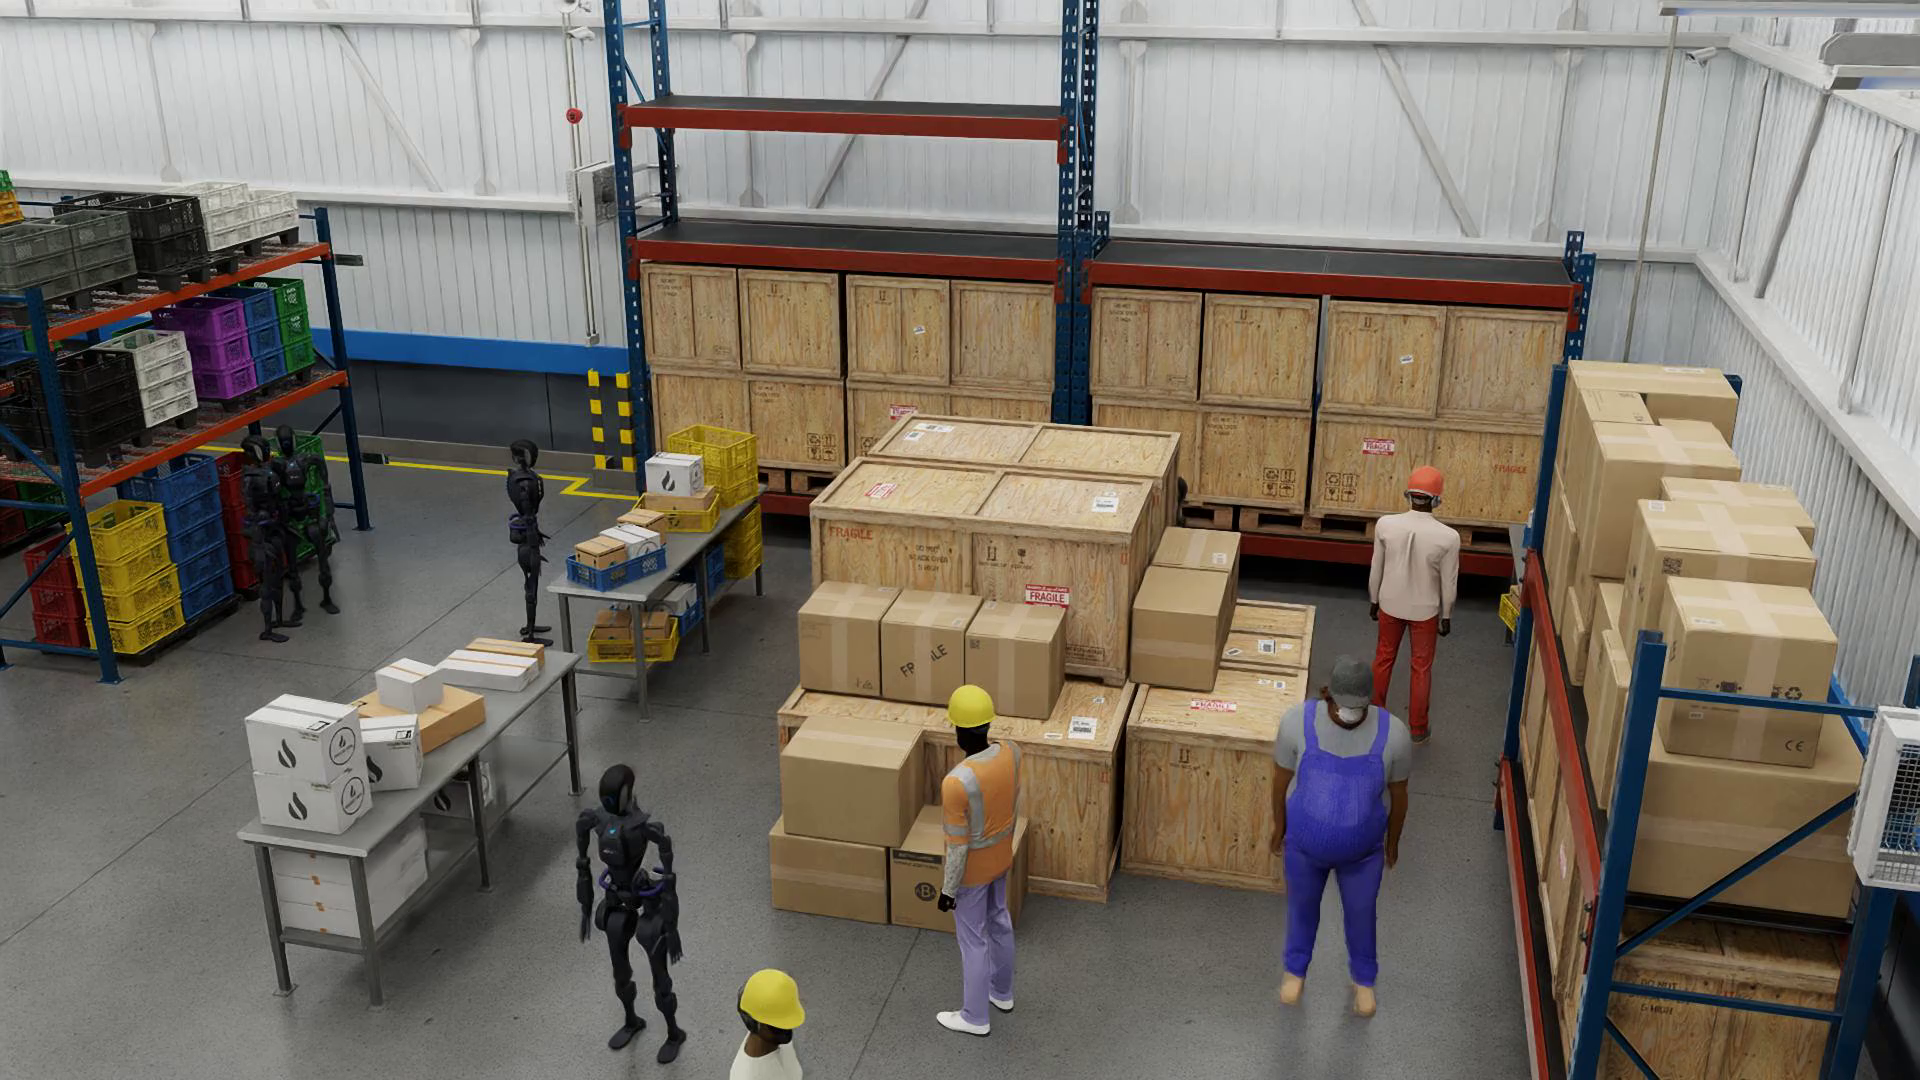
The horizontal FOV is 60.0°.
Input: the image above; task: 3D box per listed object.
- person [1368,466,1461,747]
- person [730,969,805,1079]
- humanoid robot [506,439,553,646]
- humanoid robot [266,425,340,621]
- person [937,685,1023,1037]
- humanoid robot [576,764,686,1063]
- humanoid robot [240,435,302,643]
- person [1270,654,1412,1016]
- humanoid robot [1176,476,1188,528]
[{"bbox_3d":[3.117,0.448,11.480,0.609,1.985,0.412,13,24,30],"label":"person"},{"bbox_3d":[-0.739,2.445,6.553,0.327,1.765,0.524,4,21,9],"label":"person"},{"bbox_3d":[-3.371,0.001,13.054,0.319,1.656,0.612,-5,22,-13],"label":"humanoid robot"},{"bbox_3d":[-5.340,-0.140,13.440,0.569,1.648,0.387,-11,23,-26],"label":"humanoid robot"},{"bbox_3d":[0.077,1.628,8.468,0.375,1.922,0.592,14,25,33],"label":"person"},{"bbox_3d":[-1.626,1.838,8.261,0.576,1.647,0.342,7,22,18],"label":"humanoid robot"},{"bbox_3d":[-5.453,-0.032,13.138,0.327,1.657,0.590,0,21,1],"label":"humanoid robot"},{"bbox_3d":[1.947,1.511,8.614,0.695,2.000,0.535,5,22,14],"label":"person"},{"bbox_3d":[1.445,0.271,12.407,0.702,1.635,0.593,12,24,28],"label":"humanoid robot"}]
